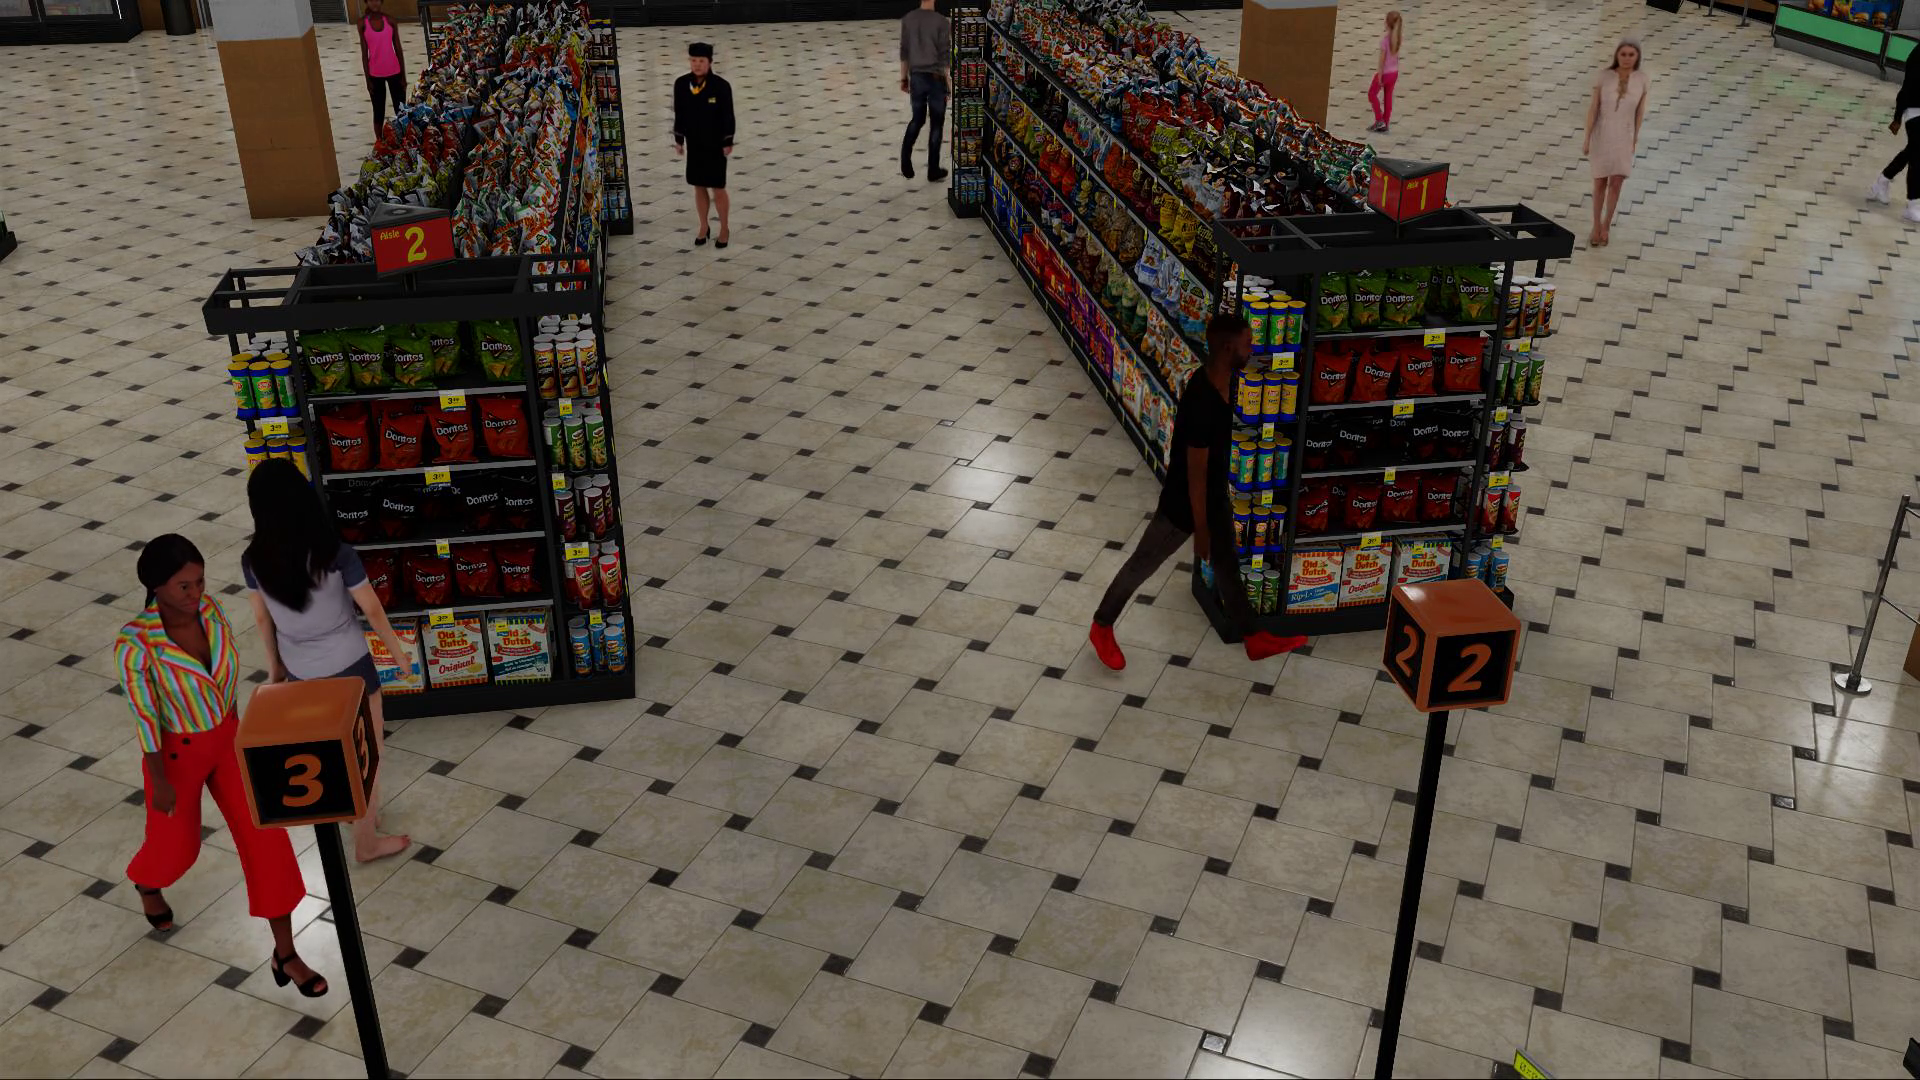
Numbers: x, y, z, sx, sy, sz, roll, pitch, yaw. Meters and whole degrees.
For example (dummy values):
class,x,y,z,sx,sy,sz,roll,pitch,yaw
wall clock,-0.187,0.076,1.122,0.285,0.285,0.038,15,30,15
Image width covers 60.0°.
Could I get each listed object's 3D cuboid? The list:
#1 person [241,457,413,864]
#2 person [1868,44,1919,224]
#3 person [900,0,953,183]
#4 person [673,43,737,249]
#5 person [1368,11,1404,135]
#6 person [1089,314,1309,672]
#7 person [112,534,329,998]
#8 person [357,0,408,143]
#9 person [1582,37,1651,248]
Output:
class,x,y,z,sx,sy,sz,roll,pitch,yaw
person,-2.429,0.492,6.407,0.754,1.689,0.733,5,27,9
person,8.466,-3.770,14.709,0.681,1.781,1.176,-4,27,-8
person,-0.340,-4.273,15.582,0.957,1.888,1.046,12,29,23
person,-2.127,-3.305,13.913,0.797,1.672,0.796,8,28,15
person,4.548,-4.922,17.553,0.561,1.264,0.597,-15,30,-26
person,0.986,-0.177,7.666,1.242,1.743,1.318,13,29,23
person,-2.695,0.785,5.764,1.168,1.748,1.164,16,31,28
person,-5.650,-4.567,16.345,0.592,1.722,0.606,-11,29,-21
person,5.420,-3.317,13.881,0.738,1.722,0.790,10,28,18
